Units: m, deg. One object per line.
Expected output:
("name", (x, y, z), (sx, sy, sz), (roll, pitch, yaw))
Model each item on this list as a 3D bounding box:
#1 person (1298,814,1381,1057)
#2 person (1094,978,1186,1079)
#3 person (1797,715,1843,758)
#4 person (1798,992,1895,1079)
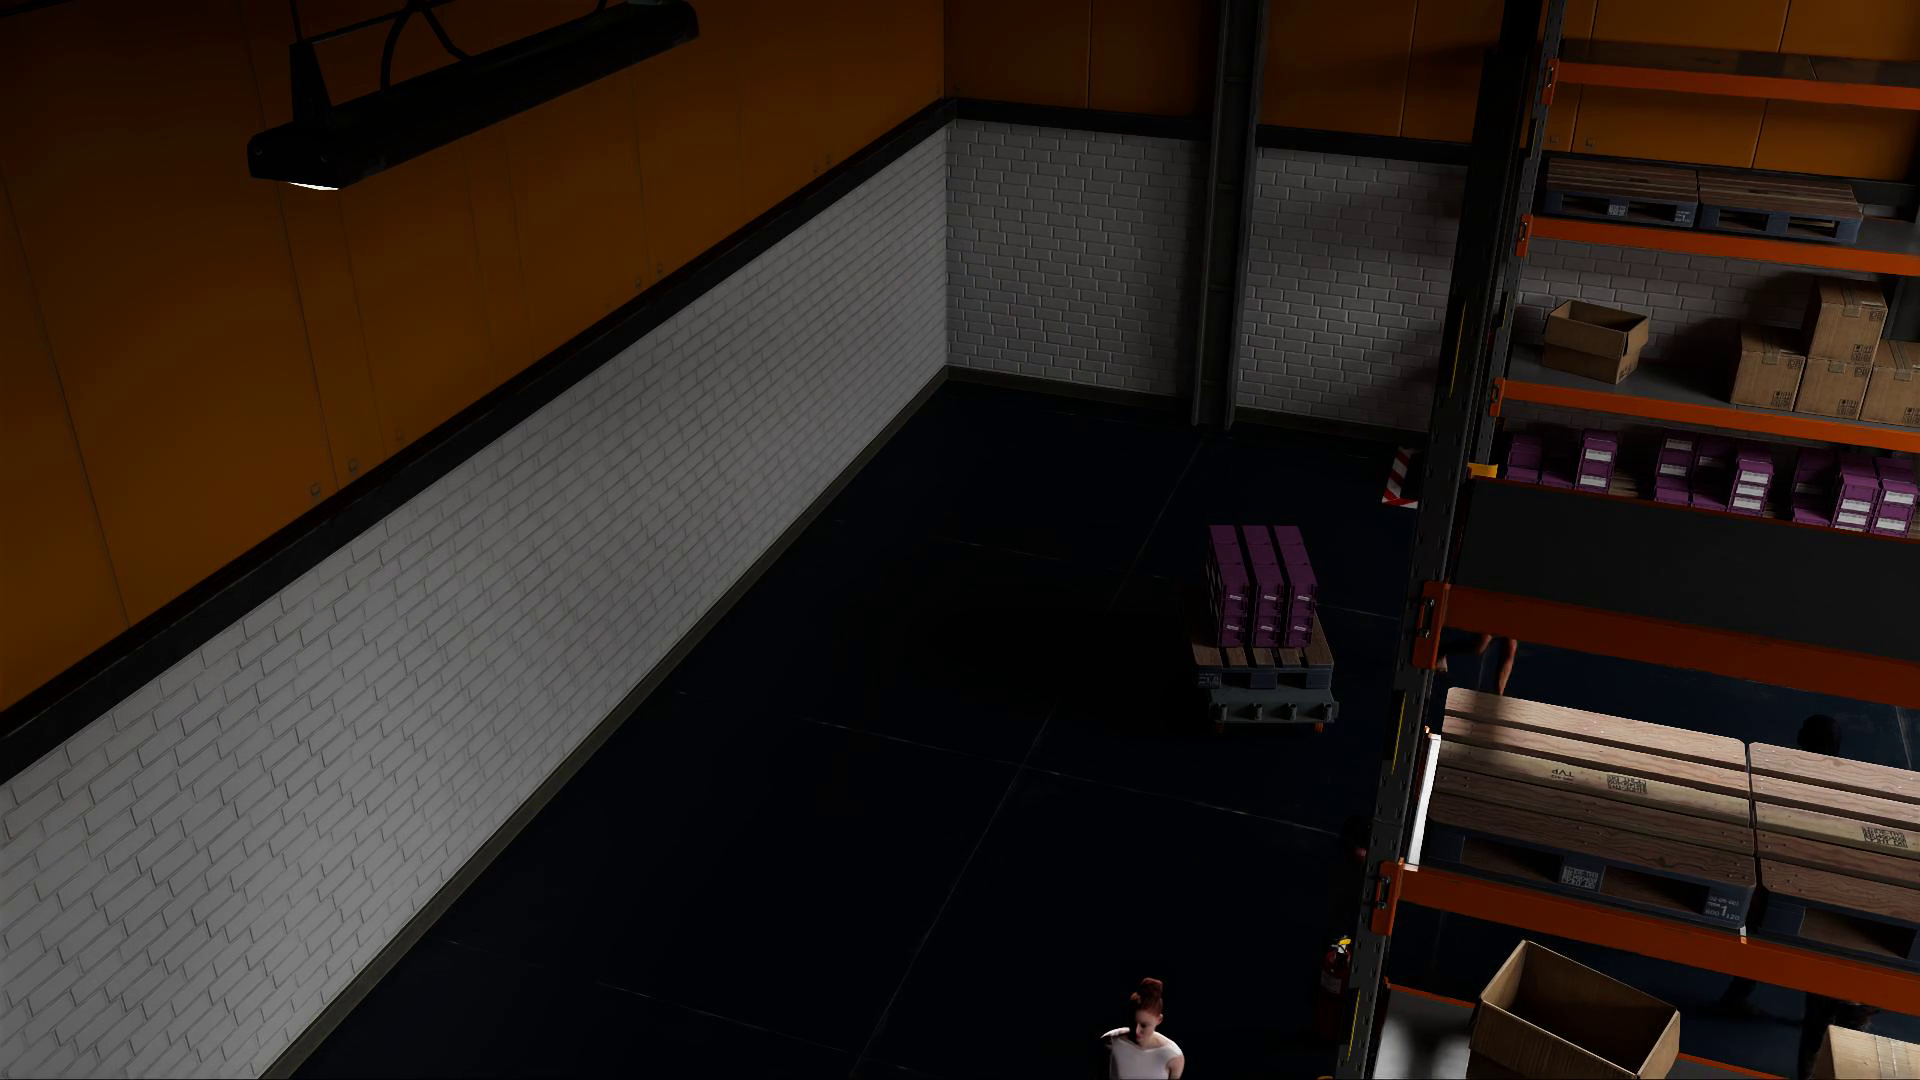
("person", (2.196, 2.200, 9.074), (0.787, 1.739, 0.798), (3, 29, 6))
("person", (0.833, 2.799, 7.917), (0.411, 1.793, 0.630), (9, 30, 16))
("person", (4.948, 1.766, 9.897), (0.590, 1.711, 0.644), (17, 33, 28))
("person", (4.755, 2.272, 8.854), (0.838, 1.822, 0.919), (24, 37, 37))
